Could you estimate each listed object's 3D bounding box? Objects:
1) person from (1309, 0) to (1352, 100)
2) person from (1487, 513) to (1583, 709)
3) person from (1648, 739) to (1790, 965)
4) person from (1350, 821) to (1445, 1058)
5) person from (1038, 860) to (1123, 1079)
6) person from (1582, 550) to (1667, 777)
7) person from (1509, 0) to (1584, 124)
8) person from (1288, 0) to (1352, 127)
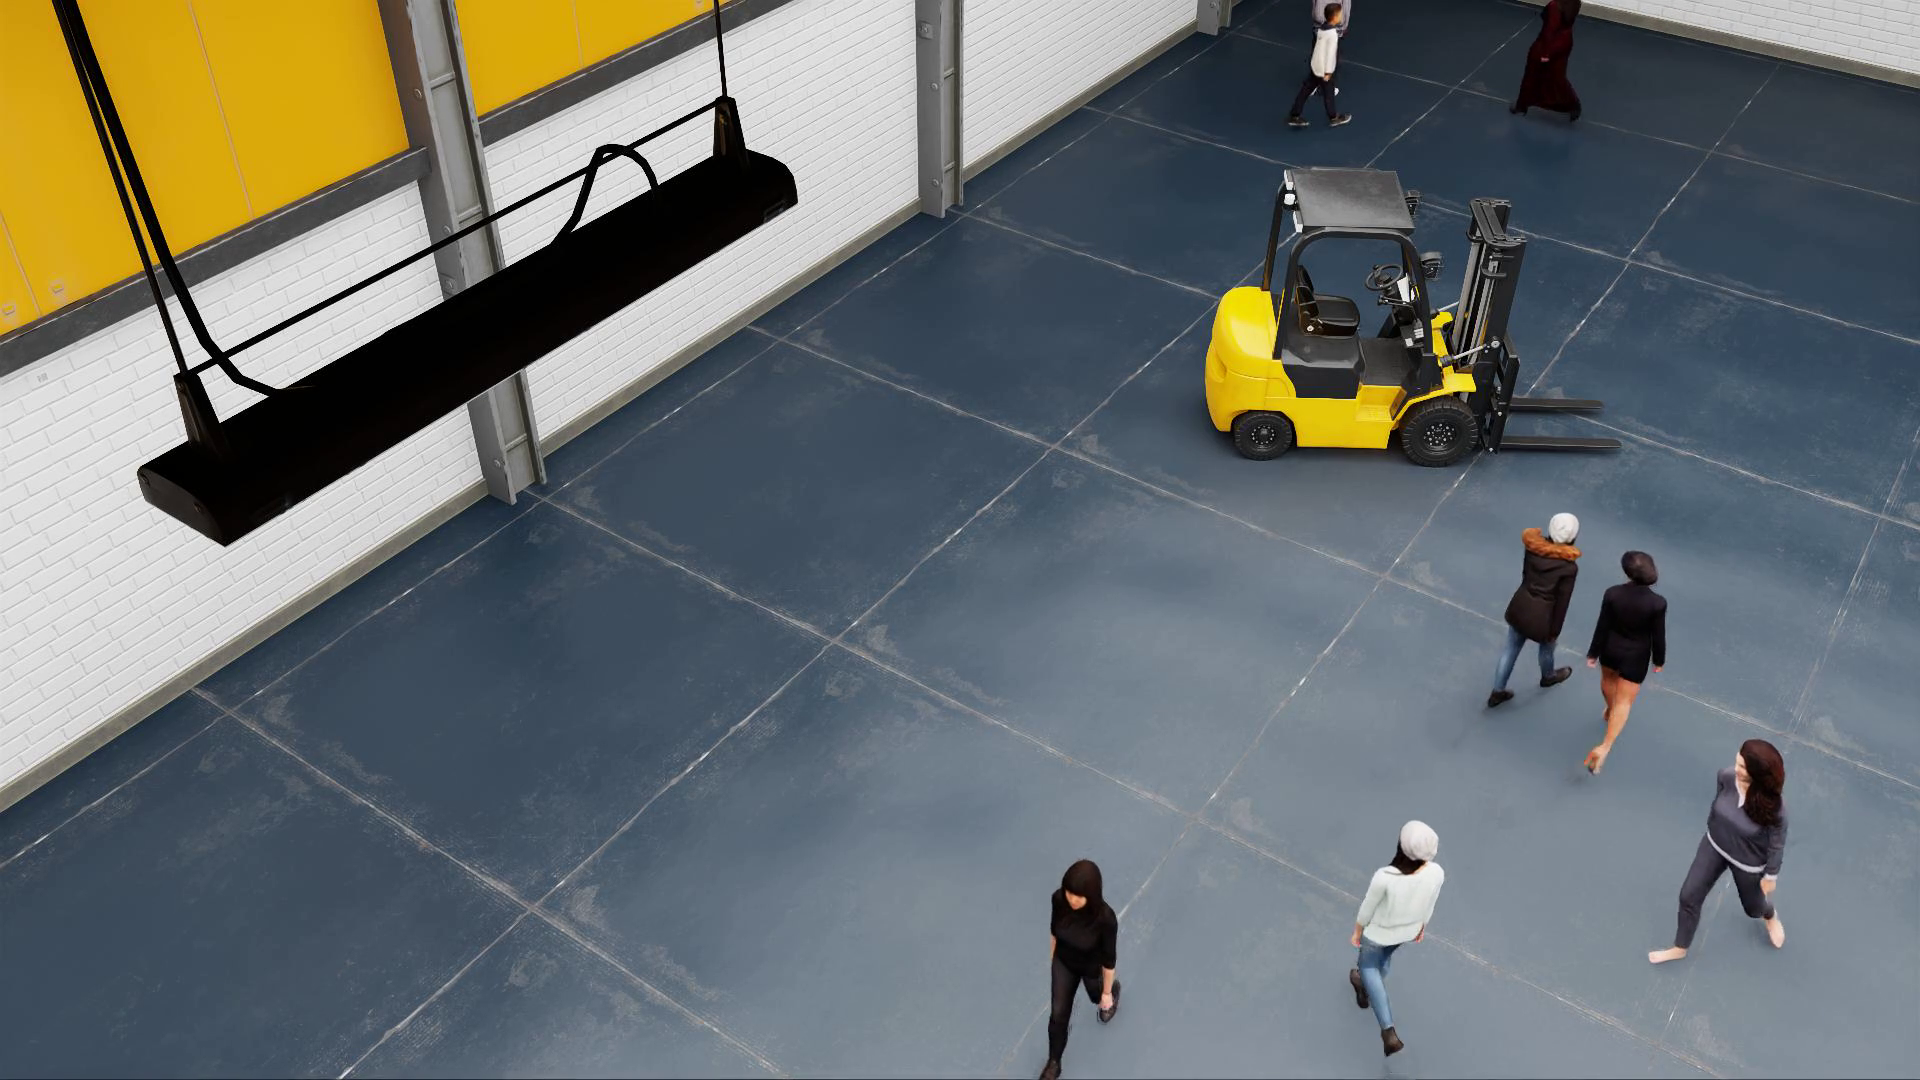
[{"bbox_3d":[4.253,-5.982,19.182,0.620,1.772,0.548,21,43,24],"label":"person"},{"bbox_3d":[3.832,0.507,11.185,0.993,1.613,0.794,-24,44,-27],"label":"person"},{"bbox_3d":[4.503,1.768,9.512,1.163,1.729,0.931,-27,46,-30],"label":"person"},{"bbox_3d":[2.384,2.174,9.085,0.951,1.627,1.008,-6,39,-8],"label":"person"},{"bbox_3d":[0.709,2.249,9.005,0.664,1.610,1.085,17,42,21],"label":"person"},{"bbox_3d":[4.288,0.821,10.808,0.705,1.591,1.047,24,44,27],"label":"person"},{"bbox_3d":[6.700,-5.454,18.554,1.065,1.730,0.876,-29,47,-31],"label":"person"},{"bbox_3d":[3.974,-5.261,18.562,1.038,1.418,0.950,-9,39,-11],"label":"person"}]
